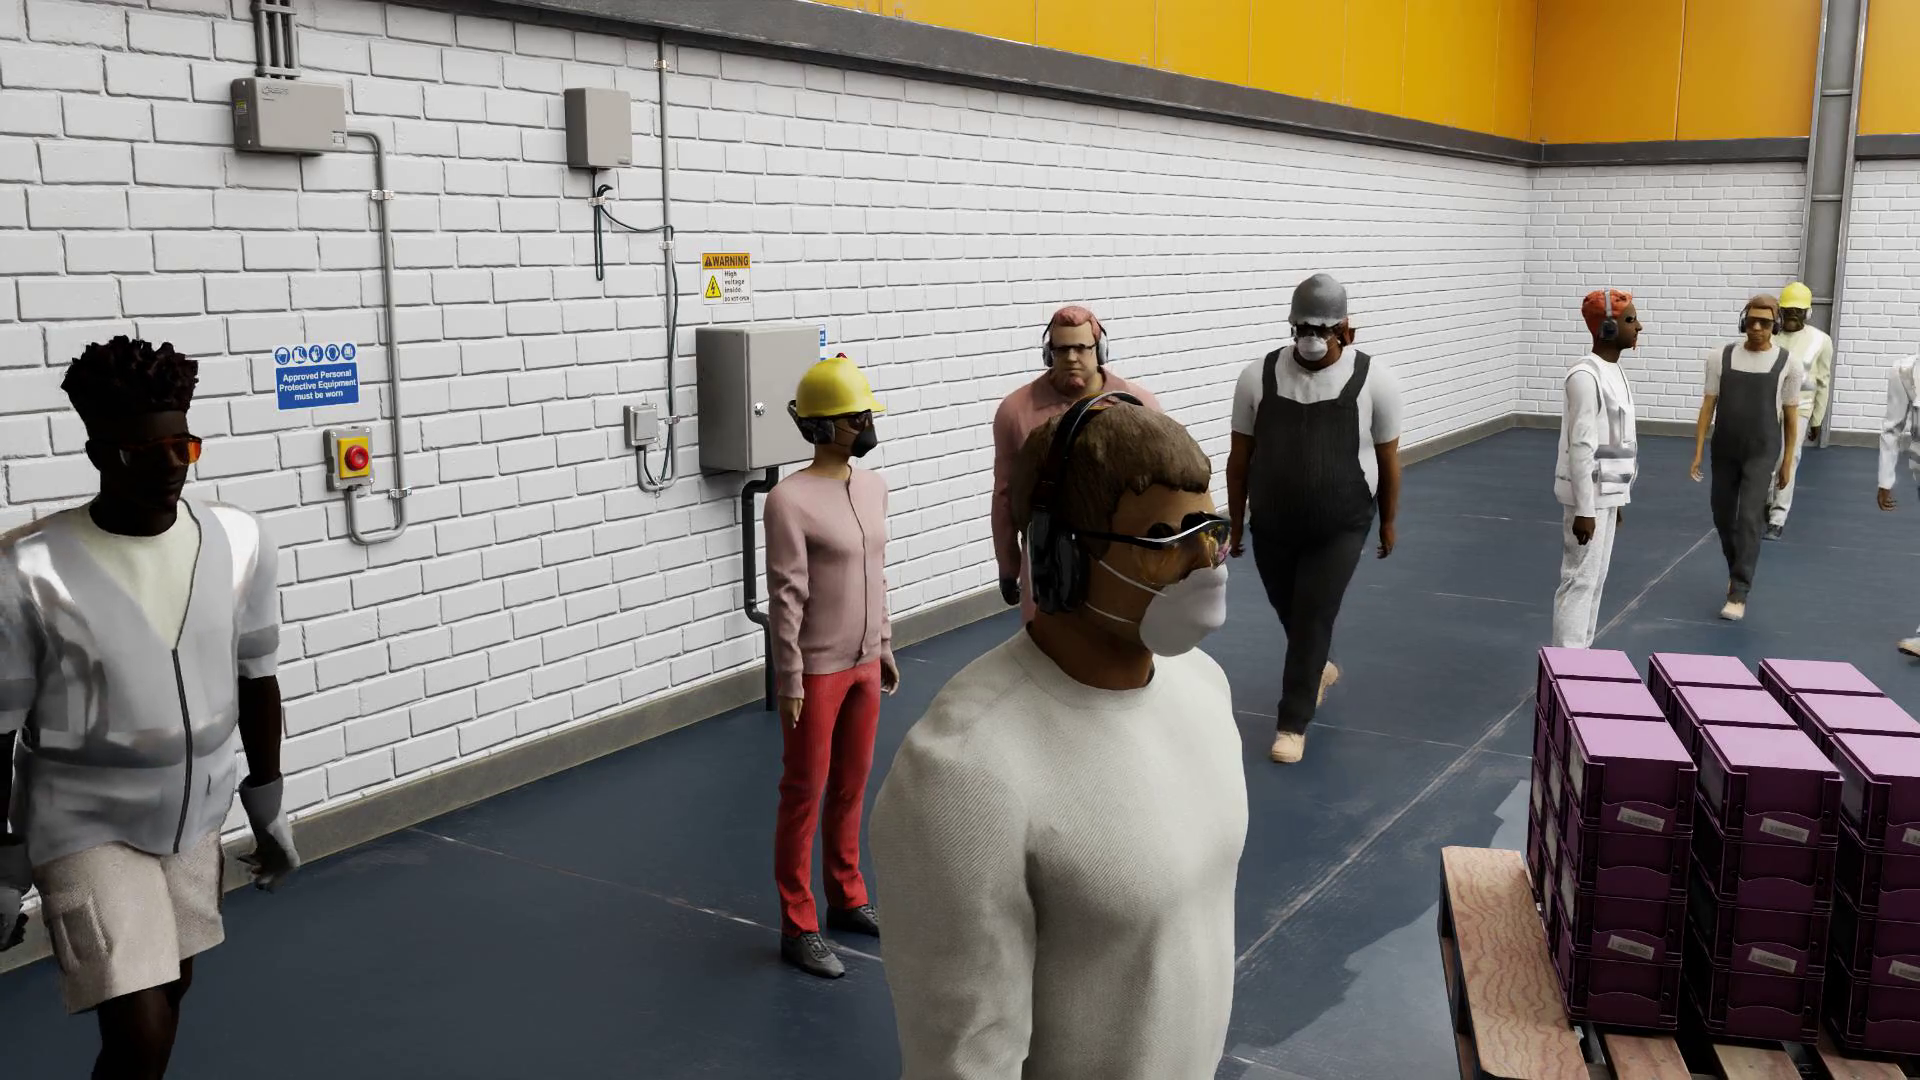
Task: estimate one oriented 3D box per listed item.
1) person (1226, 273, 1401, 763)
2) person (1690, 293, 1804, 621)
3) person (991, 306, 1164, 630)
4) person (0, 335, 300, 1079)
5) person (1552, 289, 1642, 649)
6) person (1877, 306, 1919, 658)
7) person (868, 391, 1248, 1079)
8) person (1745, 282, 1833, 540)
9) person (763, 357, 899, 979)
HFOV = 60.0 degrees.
[{"bbox_3d":[1.491,-0.170,7.010,0.690,2.000,1.008,5,11,25],"label":"person"},{"bbox_3d":[4.479,-0.495,9.454,0.515,1.815,0.867,8,13,37],"label":"person"},{"bbox_3d":[0.434,0.102,6.002,0.642,1.862,0.934,0,10,0],"label":"person"},{"bbox_3d":[-1.637,0.554,3.326,0.650,1.923,0.610,6,12,30],"label":"person"},{"bbox_3d":[2.866,-0.178,7.489,0.350,1.884,0.583,6,12,32],"label":"person"},{"bbox_3d":[4.957,-0.317,8.408,0.996,1.826,0.580,-9,13,-40],"label":"person"},{"bbox_3d":[0.154,0.793,1.958,0.366,1.939,0.635,6,12,32],"label":"person"},{"bbox_3d":[5.875,-0.936,11.888,0.594,1.810,0.779,8,13,36],"label":"person"},{"bbox_3d":[-0.357,0.359,4.830,0.300,1.772,0.532,6,12,32],"label":"person"}]
